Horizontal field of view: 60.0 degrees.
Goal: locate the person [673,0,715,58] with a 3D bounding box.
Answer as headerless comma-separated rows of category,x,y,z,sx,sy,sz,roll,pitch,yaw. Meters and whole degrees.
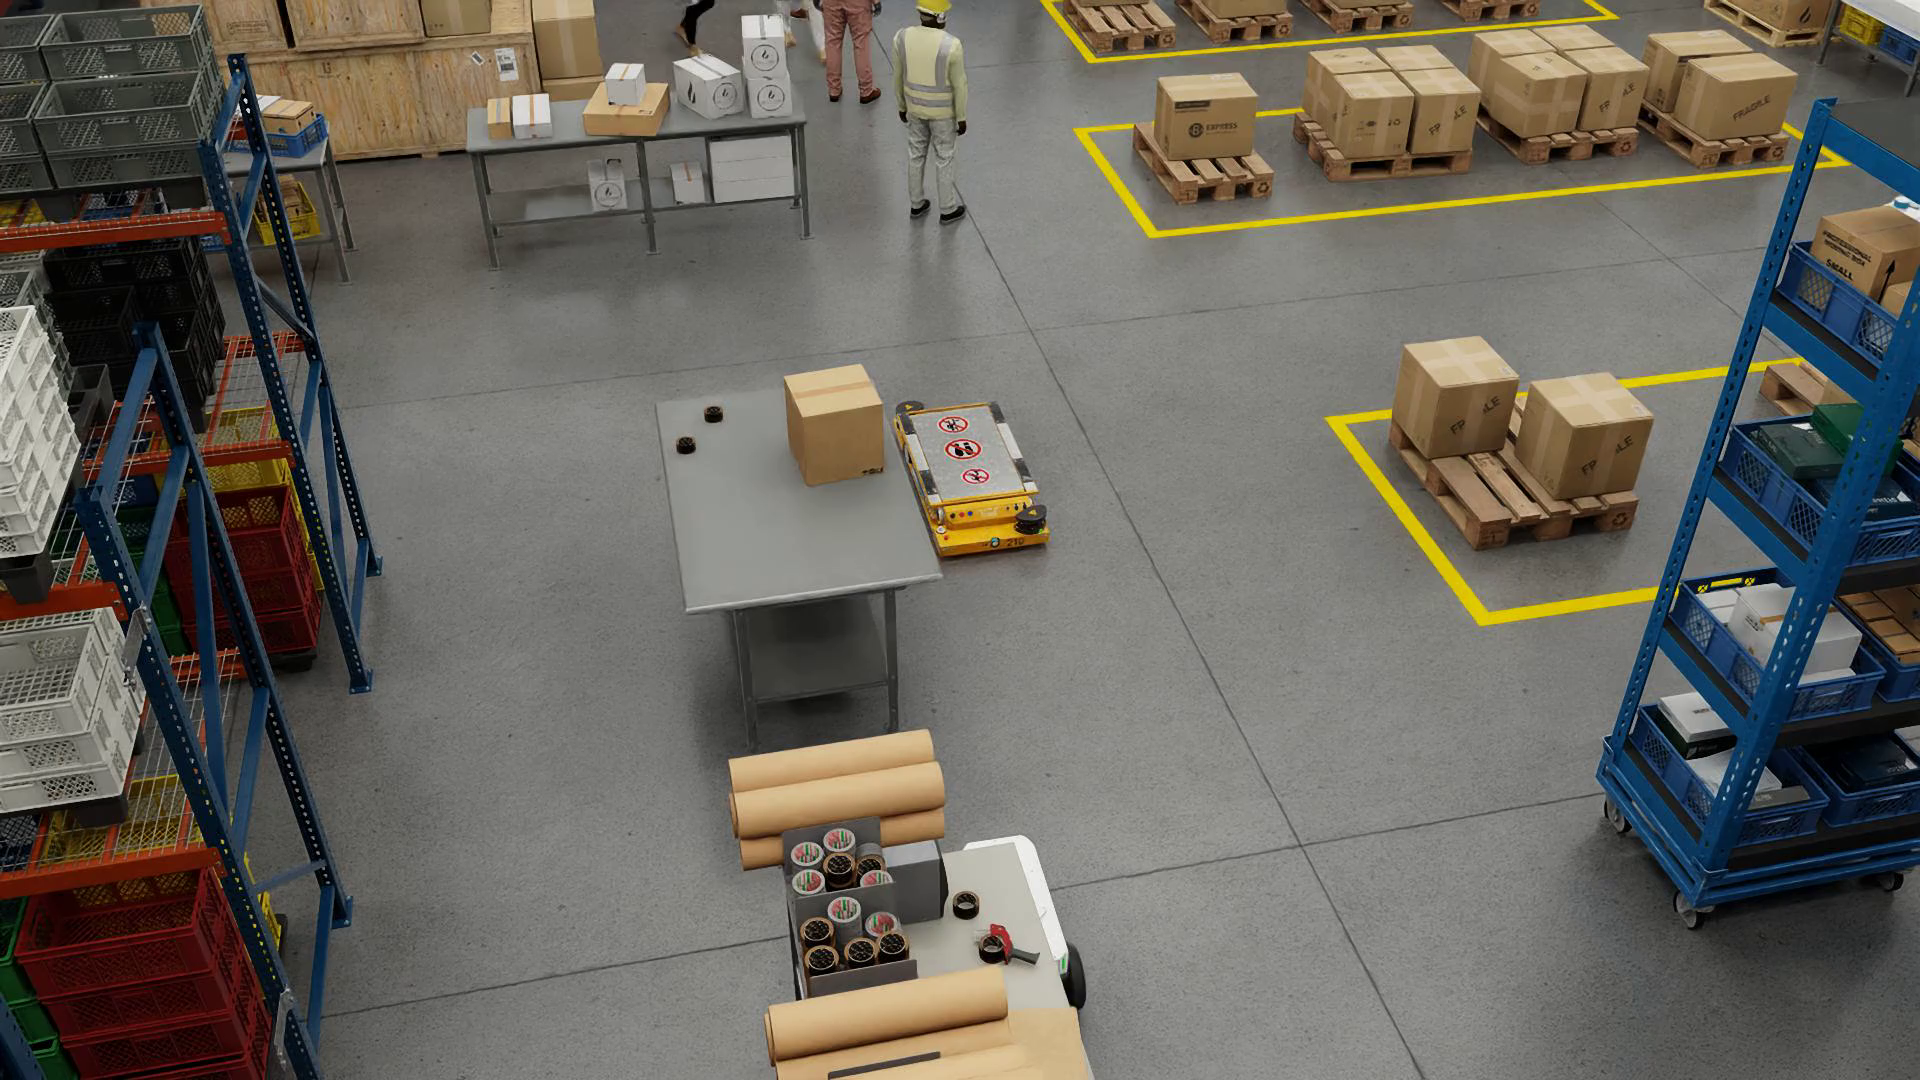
person,-2.537,-5.290,15.470,0.494,1.671,0.554,14,39,18

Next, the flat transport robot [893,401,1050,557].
flat transport robot,0.046,-0.430,10.108,0.652,0.197,1.431,-8,37,-10

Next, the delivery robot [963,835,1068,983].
delivery robot,0.221,1.590,7.081,0.477,0.478,0.707,-7,37,-9

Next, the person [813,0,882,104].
person,-0.991,-4.810,14.636,0.652,1.906,0.402,8,37,11

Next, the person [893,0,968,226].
person,-0.205,-3.307,12.677,0.601,1.830,0.403,17,40,21

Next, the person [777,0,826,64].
person,-1.521,-5.432,15.572,0.633,1.787,0.980,-17,40,-22
